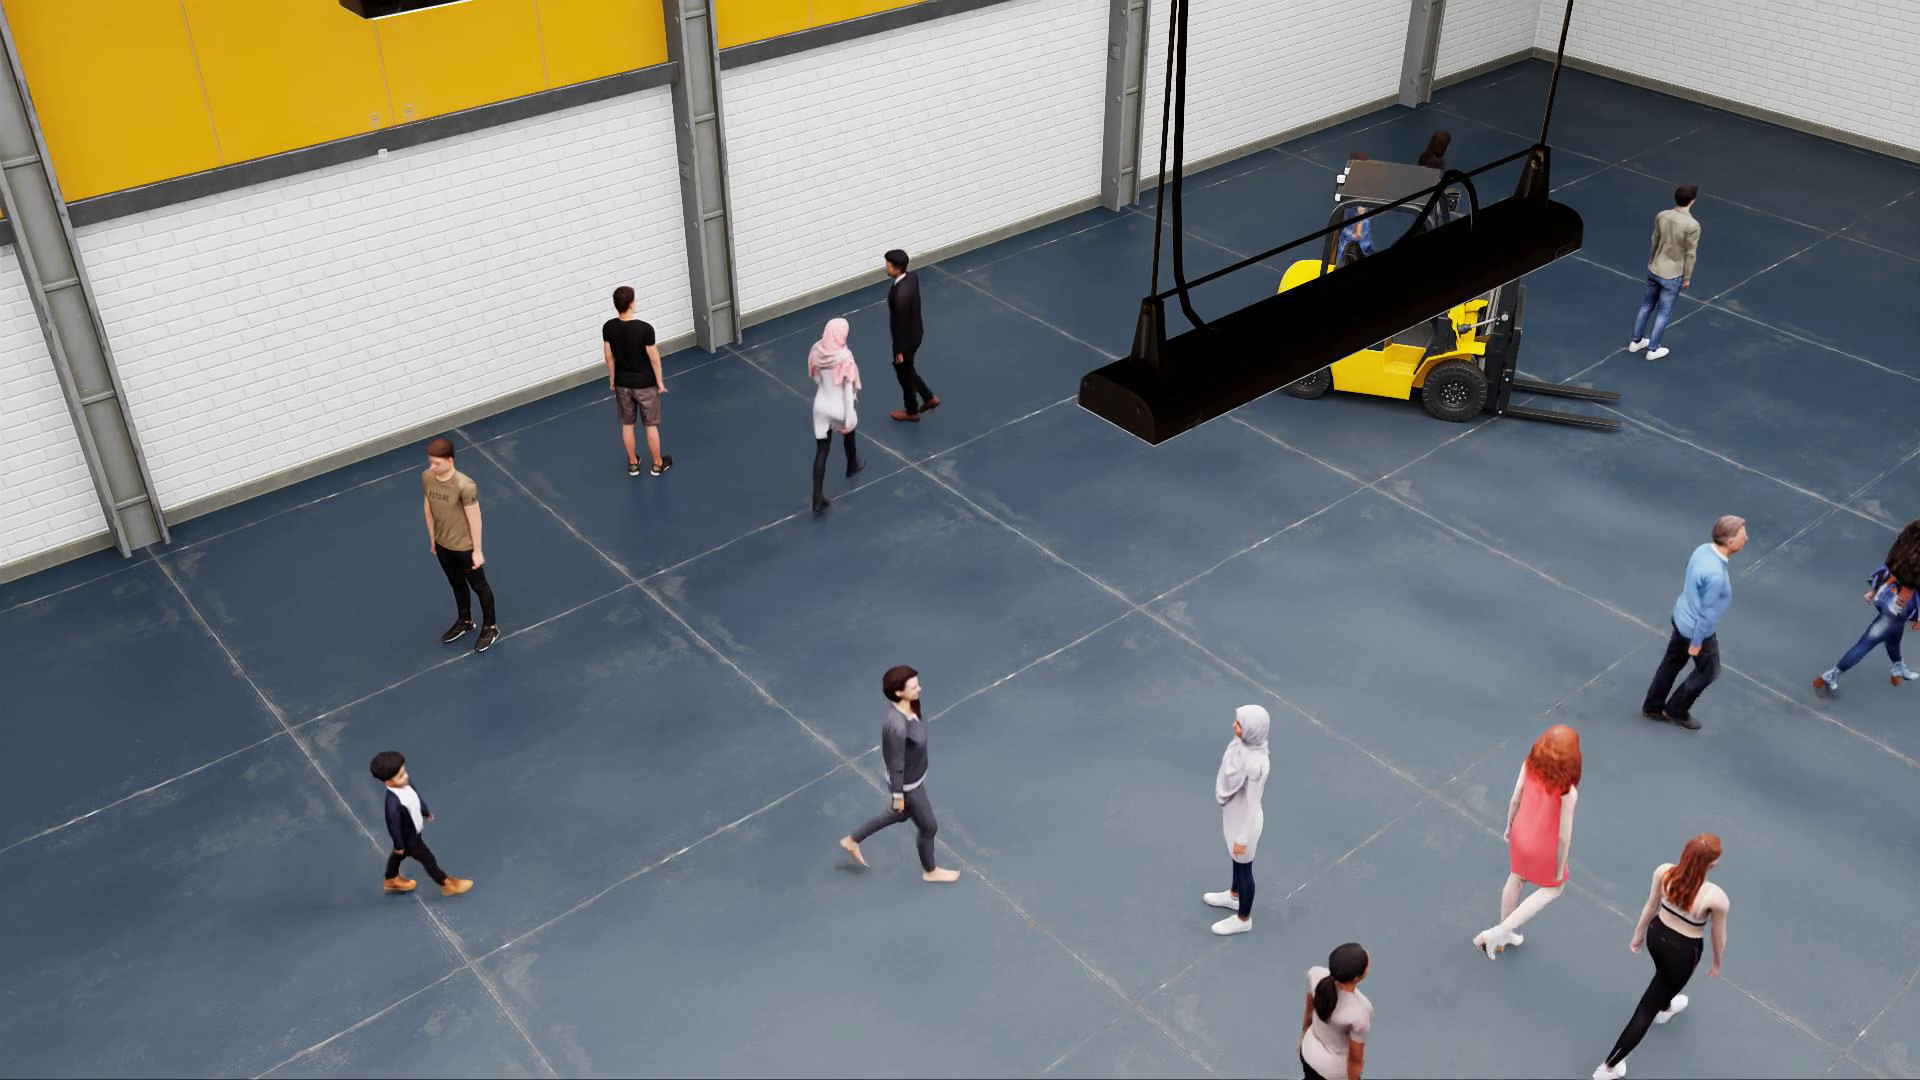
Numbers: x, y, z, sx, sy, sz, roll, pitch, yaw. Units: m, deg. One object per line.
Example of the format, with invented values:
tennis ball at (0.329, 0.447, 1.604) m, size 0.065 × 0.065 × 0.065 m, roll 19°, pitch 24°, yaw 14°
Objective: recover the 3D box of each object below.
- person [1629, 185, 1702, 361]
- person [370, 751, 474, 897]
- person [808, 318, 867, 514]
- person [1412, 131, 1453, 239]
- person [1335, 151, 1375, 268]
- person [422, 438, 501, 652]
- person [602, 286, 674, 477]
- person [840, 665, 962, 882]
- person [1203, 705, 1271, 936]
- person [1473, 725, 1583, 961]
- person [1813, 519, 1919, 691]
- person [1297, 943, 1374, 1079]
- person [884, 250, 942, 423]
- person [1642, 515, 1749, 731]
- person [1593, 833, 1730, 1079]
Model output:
person at (7.251, -2.749, 17.087) m, size 0.662 × 1.864 × 0.734 m, roll -16°, pitch 37°, yaw -23°
person at (-3.642, 1.852, 10.767) m, size 0.904 × 1.197 × 0.784 m, roll -2°, pitch 34°, yaw -3°
person at (-1.163, -1.070, 14.668) m, size 1.008 × 1.744 × 1.291 m, roll 14°, pitch 36°, yaw 20°
person at (5.244, -3.848, 18.970) m, size 1.090 × 1.609 × 0.742 m, roll -17°, pitch 37°, yaw -24°
person at (4.350, -3.320, 18.019) m, size 0.942 × 1.783 × 0.896 m, roll 6°, pitch 34°, yaw 8°
person at (-3.904, 0.008, 12.950) m, size 0.741 × 1.852 × 0.720 m, roll 15°, pitch 36°, yaw 21°
person at (-2.962, -1.434, 15.112) m, size 0.771 × 1.861 × 0.819 m, roll 4°, pitch 34°, yaw 7°
person at (-0.428, 1.534, 10.753) m, size 1.116 × 1.743 × 1.031 m, roll 1°, pitch 34°, yaw 2°
person at (1.771, 1.745, 10.407) m, size 0.741 × 1.775 × 0.701 m, roll 0°, pitch 34°, yaw 0°
person at (3.434, 1.908, 10.126) m, size 0.823 × 1.813 × 0.692 m, roll -16°, pitch 37°, yaw -23°
person at (6.900, 0.527, 12.418) m, size 1.182 × 1.577 × 1.033 m, roll -4°, pitch 34°, yaw -6°
person at (1.896, 2.806, 8.846) m, size 0.866 × 1.735 × 0.664 m, roll -19°, pitch 38°, yaw -26°
person at (-0.416, -1.904, 15.822) m, size 0.971 × 1.857 × 0.900 m, roll 9°, pitch 35°, yaw 13°
person at (5.274, 0.591, 12.119) m, size 0.865 × 1.802 × 0.793 m, roll 5°, pitch 34°, yaw 7°
person at (3.996, 2.416, 9.475) m, size 1.200 × 1.689 × 0.631 m, roll -23°, pitch 40°, yaw -31°
